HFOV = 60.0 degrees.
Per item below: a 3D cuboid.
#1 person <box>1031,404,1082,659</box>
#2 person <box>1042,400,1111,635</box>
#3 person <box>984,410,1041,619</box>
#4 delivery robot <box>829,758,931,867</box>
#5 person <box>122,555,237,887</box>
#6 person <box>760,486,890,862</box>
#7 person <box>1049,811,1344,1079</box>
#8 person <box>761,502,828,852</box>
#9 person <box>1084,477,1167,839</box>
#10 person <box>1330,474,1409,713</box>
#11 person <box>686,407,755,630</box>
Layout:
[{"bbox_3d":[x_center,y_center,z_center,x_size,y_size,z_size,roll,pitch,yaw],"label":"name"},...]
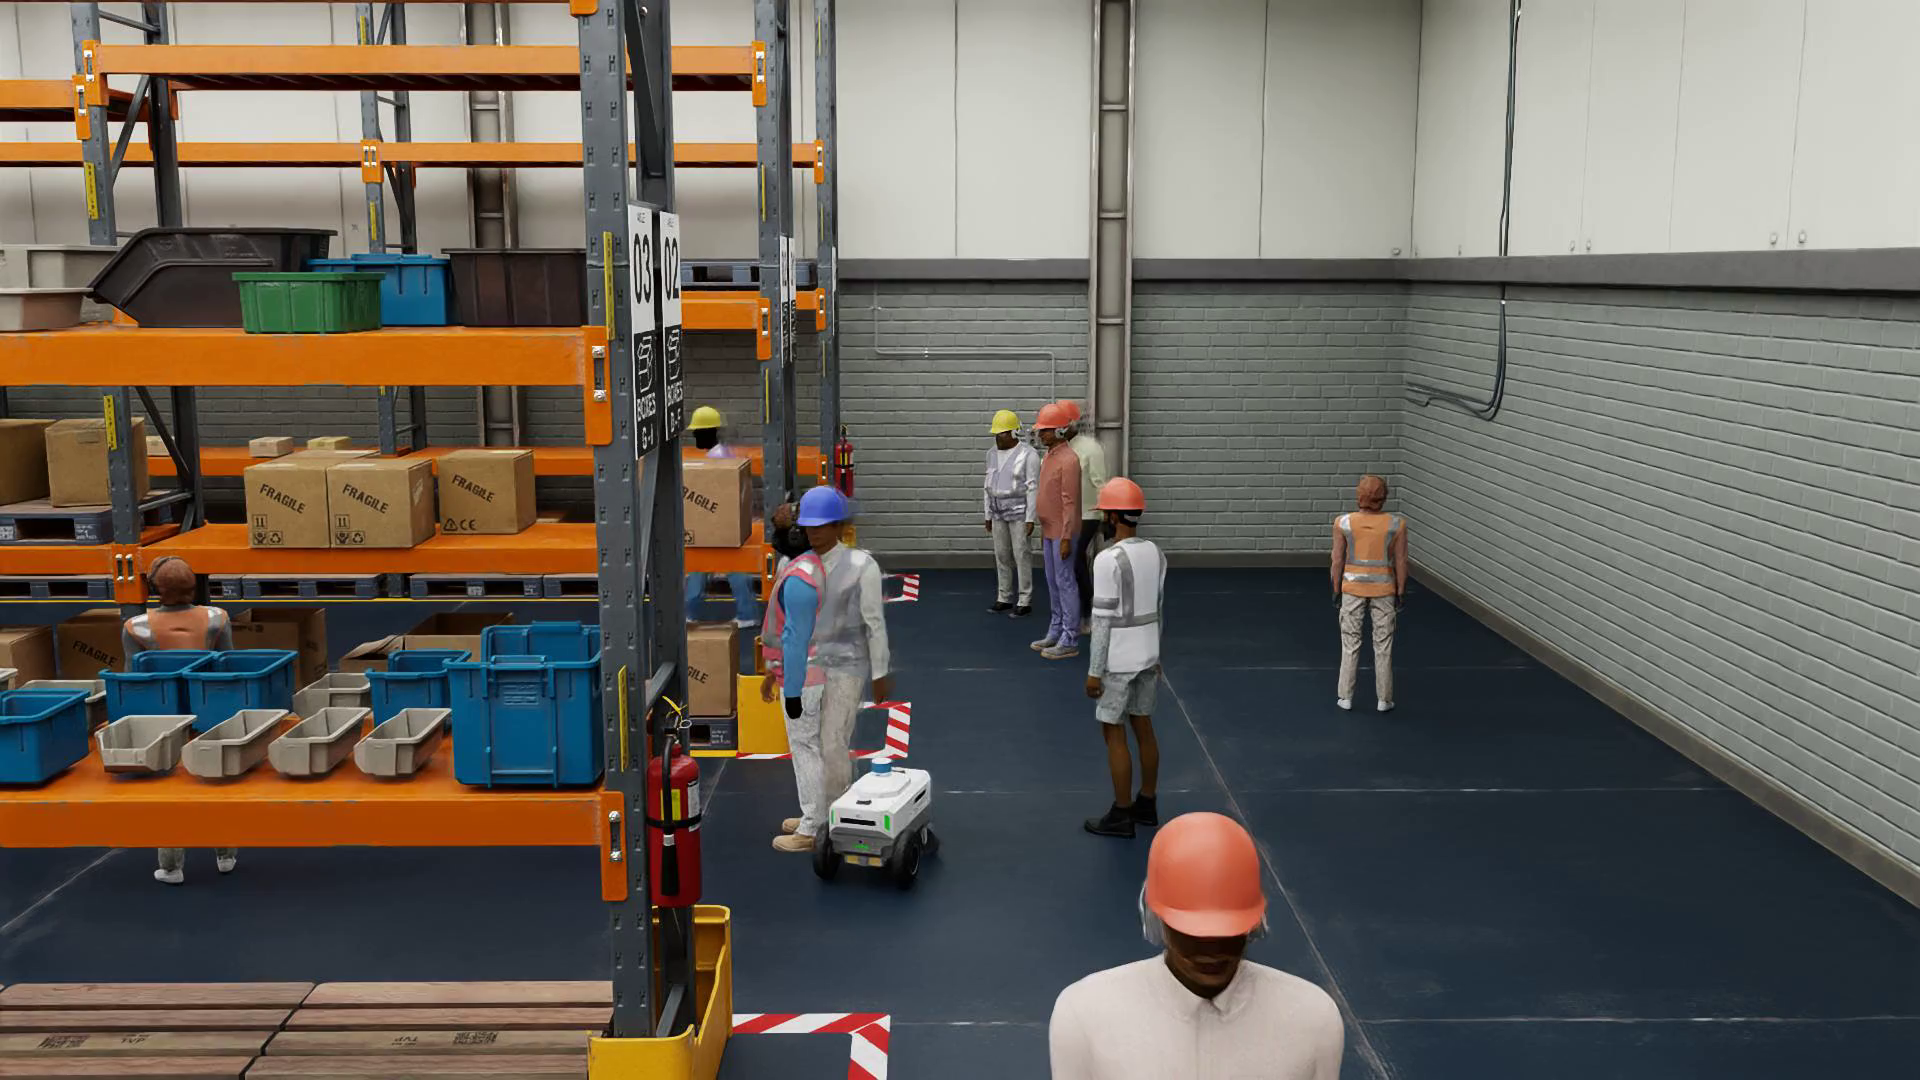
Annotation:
[{"bbox_3d":[0.752,-0.072,13.042,0.407,1.987,0.614,-2,10,-15],"label":"person"},{"bbox_3d":[0.941,-0.184,13.781,0.561,1.960,0.654,-6,11,-34],"label":"person"},{"bbox_3d":[0.431,-0.231,14.541,0.596,1.817,0.403,8,12,42],"label":"person"},{"bbox_3d":[-0.397,1.347,8.423,0.477,0.478,0.707,3,10,16],"label":"delivery robot"},{"bbox_3d":[-3.827,0.885,8.211,0.517,1.645,0.307,-7,12,-38],"label":"person"},{"bbox_3d":[-0.731,0.684,8.574,0.613,1.920,0.748,5,11,30],"label":"person"},{"bbox_3d":[0.471,1.501,3.365,0.620,1.990,0.391,0,9,-1],"label":"person"},{"bbox_3d":[-0.825,0.710,8.724,0.430,1.836,0.618,1,9,8],"label":"person"},{"bbox_3d":[0.872,0.627,8.950,0.402,1.927,0.551,8,12,39],"label":"person"},{"bbox_3d":[2.793,0.372,11.369,0.520,1.640,0.307,2,10,14],"label":"person"},{"bbox_3d":[-2.140,-0.160,13.854,0.913,1.884,0.615,-2,9,-10],"label":"person"}]
